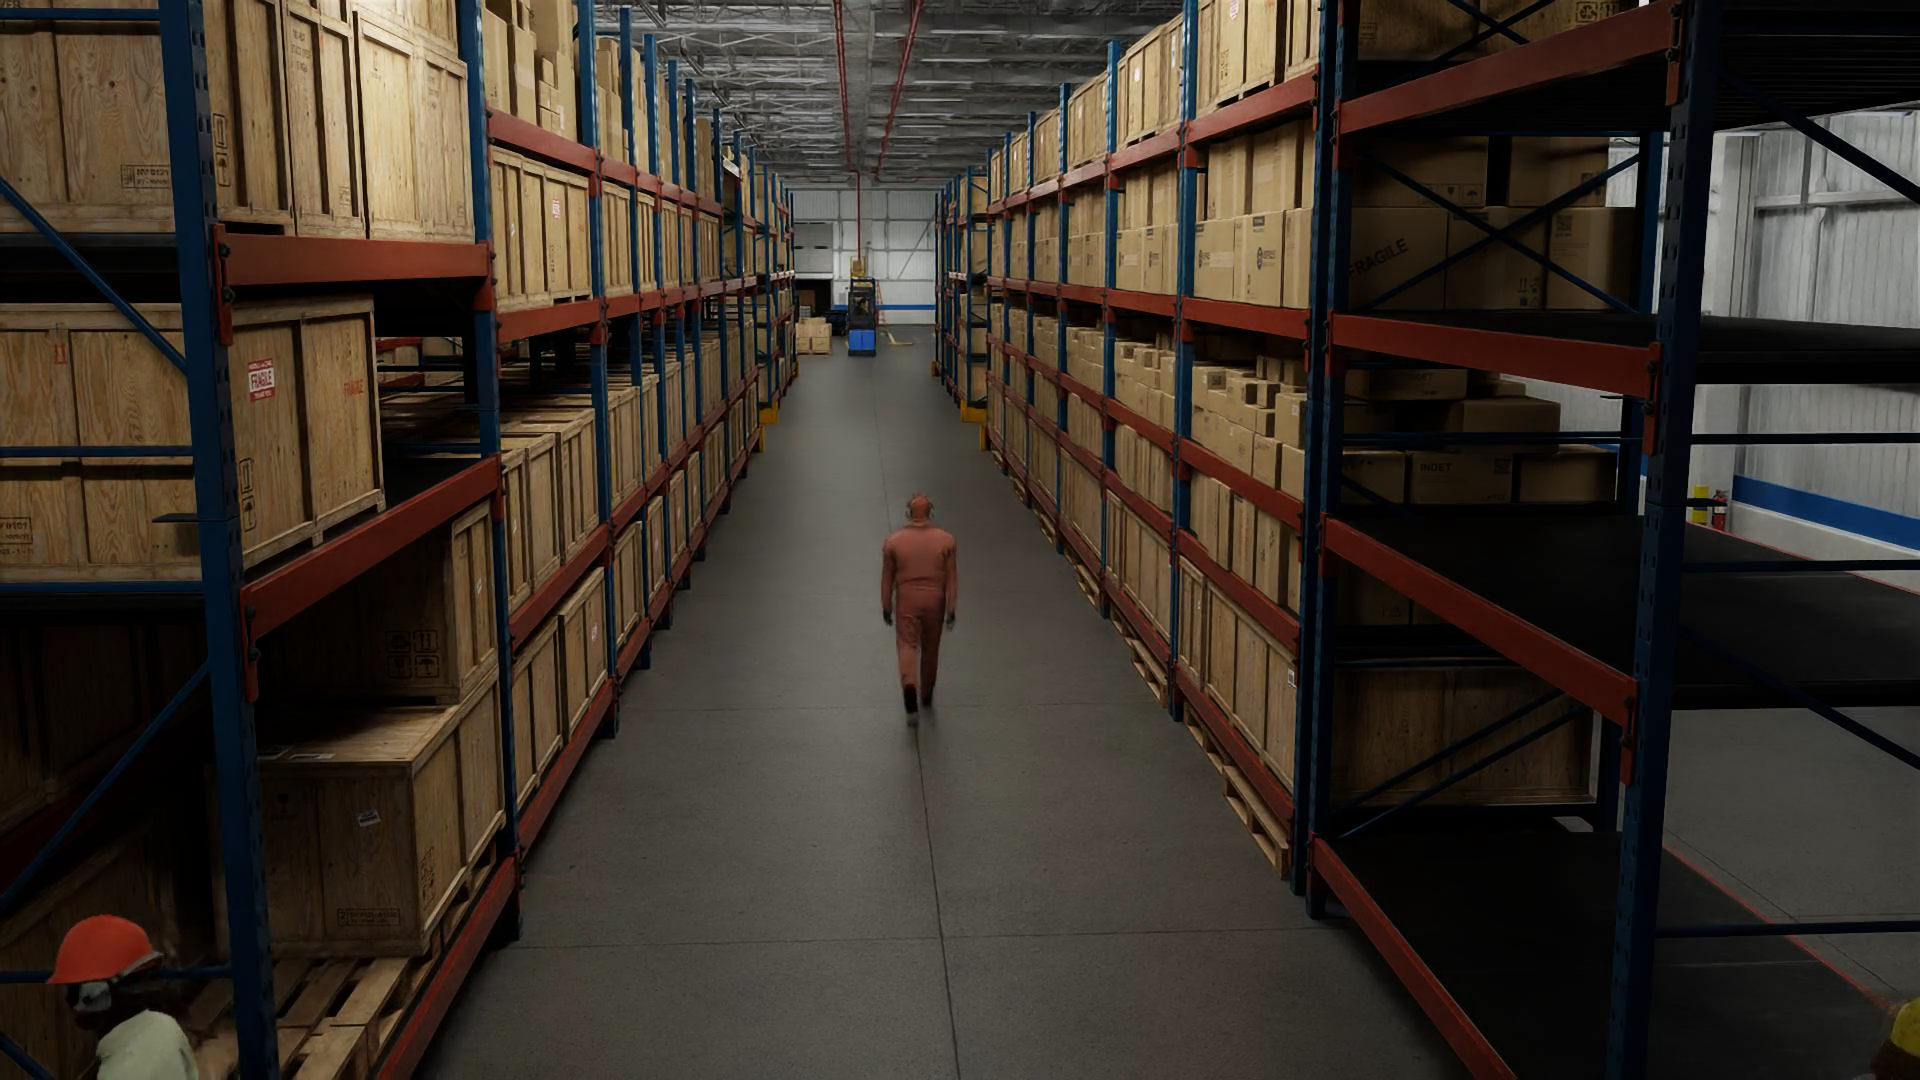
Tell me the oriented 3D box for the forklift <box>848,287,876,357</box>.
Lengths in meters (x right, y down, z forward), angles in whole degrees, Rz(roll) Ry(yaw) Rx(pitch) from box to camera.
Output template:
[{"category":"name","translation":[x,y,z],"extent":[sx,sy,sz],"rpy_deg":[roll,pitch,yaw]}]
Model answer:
[{"category":"forklift","translation":[-3.961,-8.802,67.045],"extent":[1.129,2.768,1.873],"rpy_deg":[-1,10,-4]}]

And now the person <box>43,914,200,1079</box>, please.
[{"category":"person","translation":[-2.431,2.065,4.860],"extent":[0.673,1.962,0.647],"rpy_deg":[-3,10,-17]}]

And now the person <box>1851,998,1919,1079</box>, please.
[{"category":"person","translation":[2.862,2.175,4.984],"extent":[0.920,1.690,0.503],"rpy_deg":[-1,10,-6]}]

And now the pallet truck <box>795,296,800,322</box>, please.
[{"category":"pallet truck","translation":[-8.622,-12.439,91.403],"extent":[1.885,1.965,0.823],"rpy_deg":[2,10,13]}]

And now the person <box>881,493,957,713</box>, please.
[{"category":"person","translation":[-0.343,0.543,14.198],"extent":[0.653,1.887,0.750],"rpy_deg":[-1,10,-4]}]
